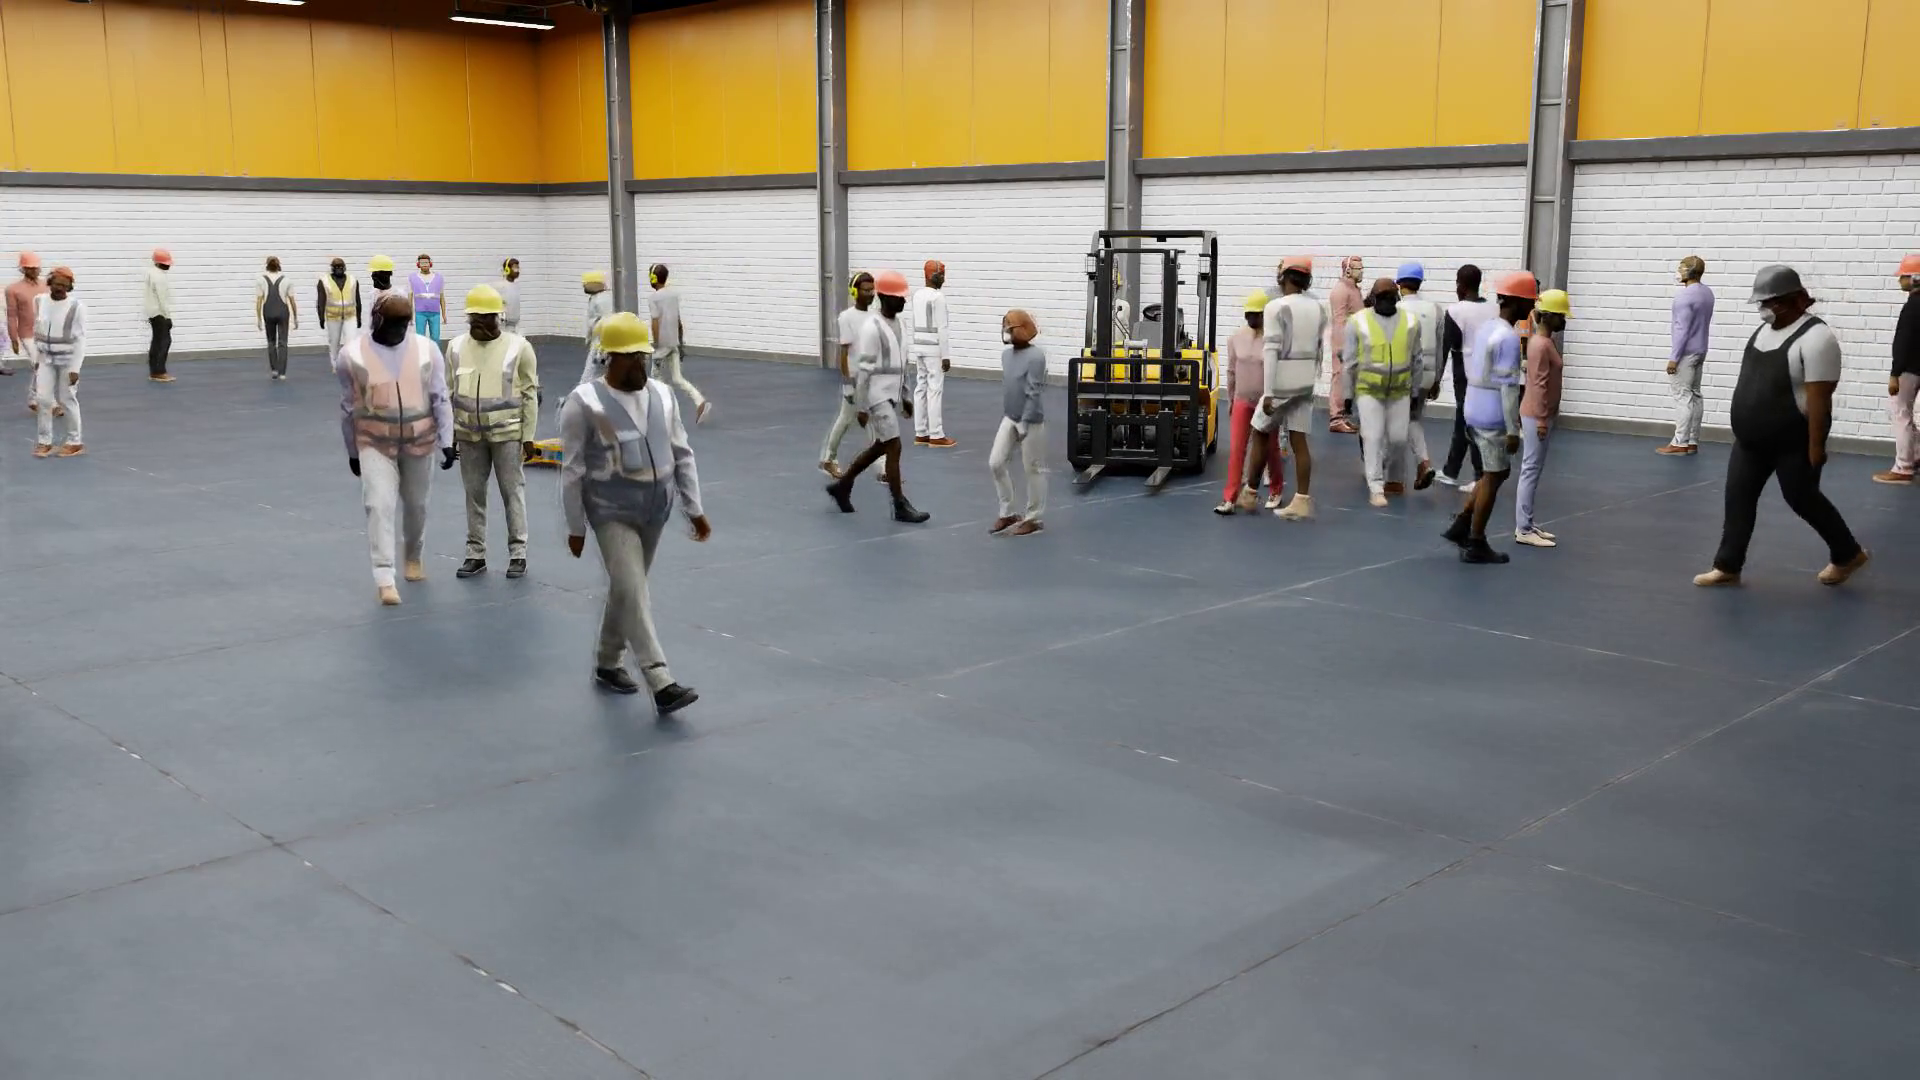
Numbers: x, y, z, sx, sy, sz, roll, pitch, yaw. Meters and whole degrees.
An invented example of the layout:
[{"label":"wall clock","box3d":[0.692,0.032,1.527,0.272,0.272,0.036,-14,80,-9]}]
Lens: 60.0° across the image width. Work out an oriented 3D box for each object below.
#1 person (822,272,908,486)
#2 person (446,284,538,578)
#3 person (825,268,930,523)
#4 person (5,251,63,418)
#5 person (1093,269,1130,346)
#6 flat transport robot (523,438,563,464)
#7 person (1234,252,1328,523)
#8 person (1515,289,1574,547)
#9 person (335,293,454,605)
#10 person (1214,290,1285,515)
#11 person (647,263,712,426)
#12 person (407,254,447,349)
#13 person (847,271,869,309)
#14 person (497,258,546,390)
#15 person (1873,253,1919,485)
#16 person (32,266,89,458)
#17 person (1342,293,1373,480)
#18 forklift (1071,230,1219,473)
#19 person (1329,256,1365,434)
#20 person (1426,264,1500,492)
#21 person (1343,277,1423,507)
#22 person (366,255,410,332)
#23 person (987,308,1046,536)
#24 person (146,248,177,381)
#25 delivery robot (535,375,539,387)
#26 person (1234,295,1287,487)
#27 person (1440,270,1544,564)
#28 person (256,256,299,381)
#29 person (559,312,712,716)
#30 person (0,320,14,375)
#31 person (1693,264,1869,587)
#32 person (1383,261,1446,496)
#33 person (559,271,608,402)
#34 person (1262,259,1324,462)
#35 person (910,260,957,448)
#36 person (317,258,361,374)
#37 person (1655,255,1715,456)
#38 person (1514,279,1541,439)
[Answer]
[{"label":"person","box3d":[-0.882,-1.399,14.397,0.998,1.826,0.531,10,14,43]},{"label":"person","box3d":[-2.935,-0.672,10.384,0.590,1.830,0.403,1,10,3]},{"label":"person","box3d":[-0.637,-1.081,12.460,0.863,1.906,0.565,5,11,25]},{"label":"person","box3d":[-10.828,-2.408,19.563,1.018,1.947,0.622,7,12,32]},{"label":"person","box3d":[1.608,-2.042,18.020,0.525,1.772,0.305,-5,11,-24]},{"label":"flat transport robot","box3d":[-3.372,-0.808,15.378,1.431,0.197,0.652,6,12,28]},{"label":"person","box3d":[2.409,-1.156,12.571,0.640,1.994,0.912,-6,12,-31]},{"label":"person","box3d":[4.028,-0.843,11.498,0.313,1.767,0.523,4,11,19]},{"label":"person","box3d":[-3.367,-0.572,9.922,0.623,1.805,0.842,-6,12,-29]},{"label":"person","box3d":[2.280,-1.055,12.793,0.539,1.716,0.913,5,12,27]},{"label":"person","box3d":[-3.190,-2.156,18.503,0.847,1.839,0.549,7,12,32]},{"label":"person","box3d":[-8.237,-3.490,25.703,0.571,1.843,0.373,-6,12,-28]},{"label":"person","box3d":[-1.381,-2.892,23.015,0.283,1.636,0.500,-7,12,-33]},{"label":"person","box3d":[-6.276,-2.987,23.040,0.966,1.829,0.524,4,11,21]},{"label":"person","box3d":[8.127,-1.457,14.257,0.439,1.973,0.638,10,14,44]},{"label":"person","box3d":[-8.618,-1.688,15.900,0.662,1.833,0.605,1,10,5]},{"label":"person","box3d":[3.633,-1.356,14.602,0.544,1.649,0.888,4,11,22]},{"label":"forklift","box3d":[1.804,-1.825,15.677,1.214,2.155,2.313,2,11,13]},{"label":"person","box3d":[4.224,-2.118,18.056,0.405,1.911,0.636,5,11,24]},{"label":"person","box3d":[4.173,-1.349,13.920,0.617,1.879,0.888,-6,12,-31]},{"label":"person","box3d":[3.349,-1.190,13.272,0.635,1.820,0.594,0,10,-3]},{"label":"person","box3d":[-5.995,-2.014,17.433,0.584,1.928,0.367,7,13,34]},{"label":"person","box3d":[0.386,-0.816,11.737,0.486,1.618,0.498,-8,13,-37]},{"label":"person","box3d":[-11.788,-3.314,24.490,0.461,1.942,0.787,-7,12,-33]},{"label":"delivery robot","box3d":[-5.538,-1.911,20.361,0.707,0.478,0.477,-4,11,-21]},{"label":"person","box3d":[2.558,-1.271,14.189,0.527,1.637,0.313,7,12,33]},{"label":"person","box3d":[3.495,-0.788,10.800,0.464,1.912,0.613,0,10,-2]},{"label":"person","box3d":[-10.073,-3.273,24.574,0.548,1.816,0.769,-3,11,-17]},{"label":"person","box3d":[-1.434,-0.124,7.495,0.918,1.780,0.604,9,14,41]},{"label":"person","box3d":[-14.676,-3.412,25.154,0.680,1.885,0.617,8,13,37]},{"label":"person","box3d":[5.029,-0.708,10.002,0.977,2.000,0.725,-2,11,-13]},{"label":"person","box3d":[3.649,-1.311,13.592,0.638,1.925,0.438,-5,11,-23]},{"label":"person","box3d":[-4.502,-2.448,20.438,0.916,1.685,0.496,-4,11,-22]},{"label":"person","box3d":[3.087,-1.668,15.587,0.654,1.907,0.856,0,10,-2]},{"label":"person","box3d":[-0.284,-1.877,16.798,0.354,1.887,0.572,-7,12,-33]},{"label":"person","box3d":[-9.468,-3.404,25.406,0.647,1.792,0.987,-6,12,-28]},{"label":"person","box3d":[7.056,-1.784,16.151,0.635,1.940,0.366,-10,14,-44]},{"label":"person","box3d":[5.931,-1.910,17.526,0.321,1.689,0.530,4,11,21]}]
